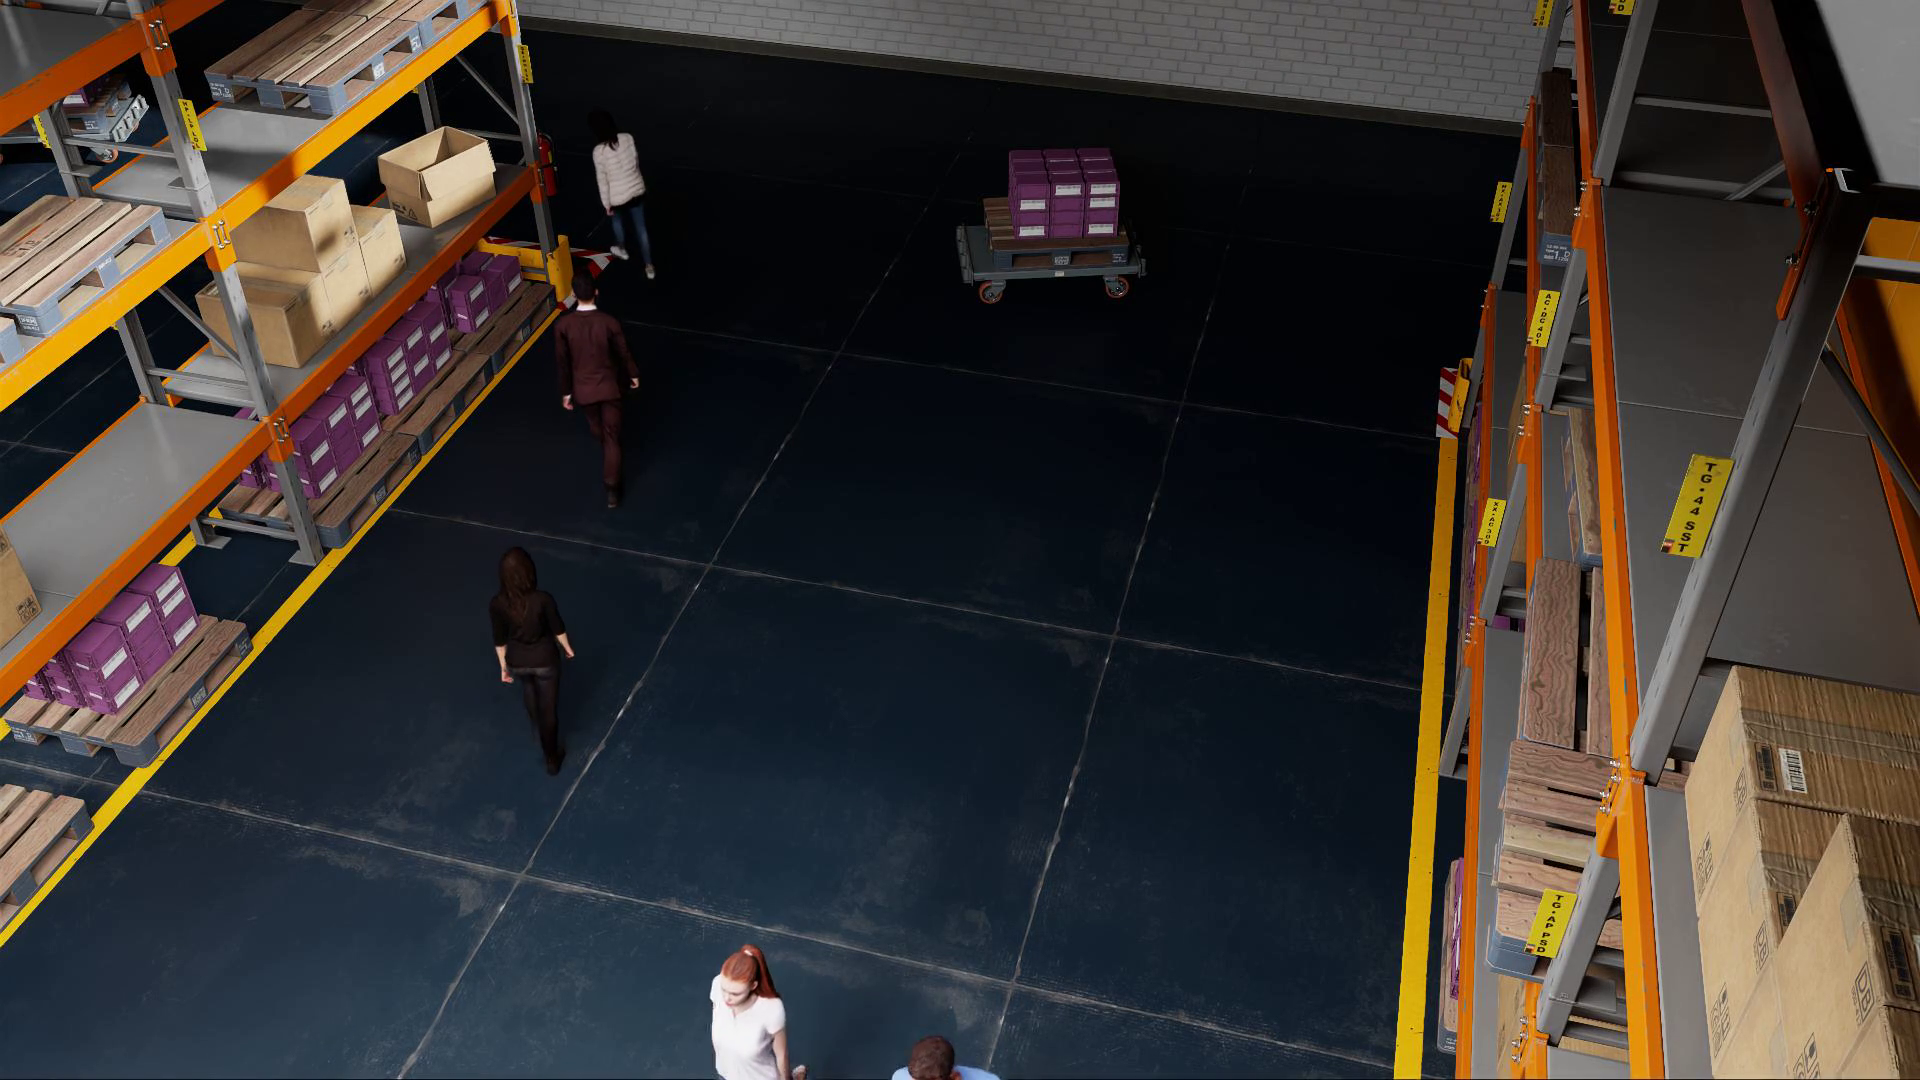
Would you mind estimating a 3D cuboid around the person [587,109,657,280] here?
[{"bbox_3d":[-2.979,-3.082,14.963,1.083,1.585,1.130,-20,43,-24],"label":"person"}]

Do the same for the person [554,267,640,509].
[{"bbox_3d":[-2.666,-1.064,12.248,0.931,1.818,1.264,-1,39,-1],"label":"person"}]

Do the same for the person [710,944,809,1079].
[{"bbox_3d":[-0.935,2.473,7.897,0.720,1.721,1.034,19,42,22],"label":"person"}]

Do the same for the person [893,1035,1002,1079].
[{"bbox_3d":[0.000,2.691,7.541,0.804,1.825,0.958,1,39,1],"label":"person"}]

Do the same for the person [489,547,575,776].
[{"bbox_3d":[-2.599,0.792,10.081,0.653,1.623,0.756,1,39,2],"label":"person"}]
